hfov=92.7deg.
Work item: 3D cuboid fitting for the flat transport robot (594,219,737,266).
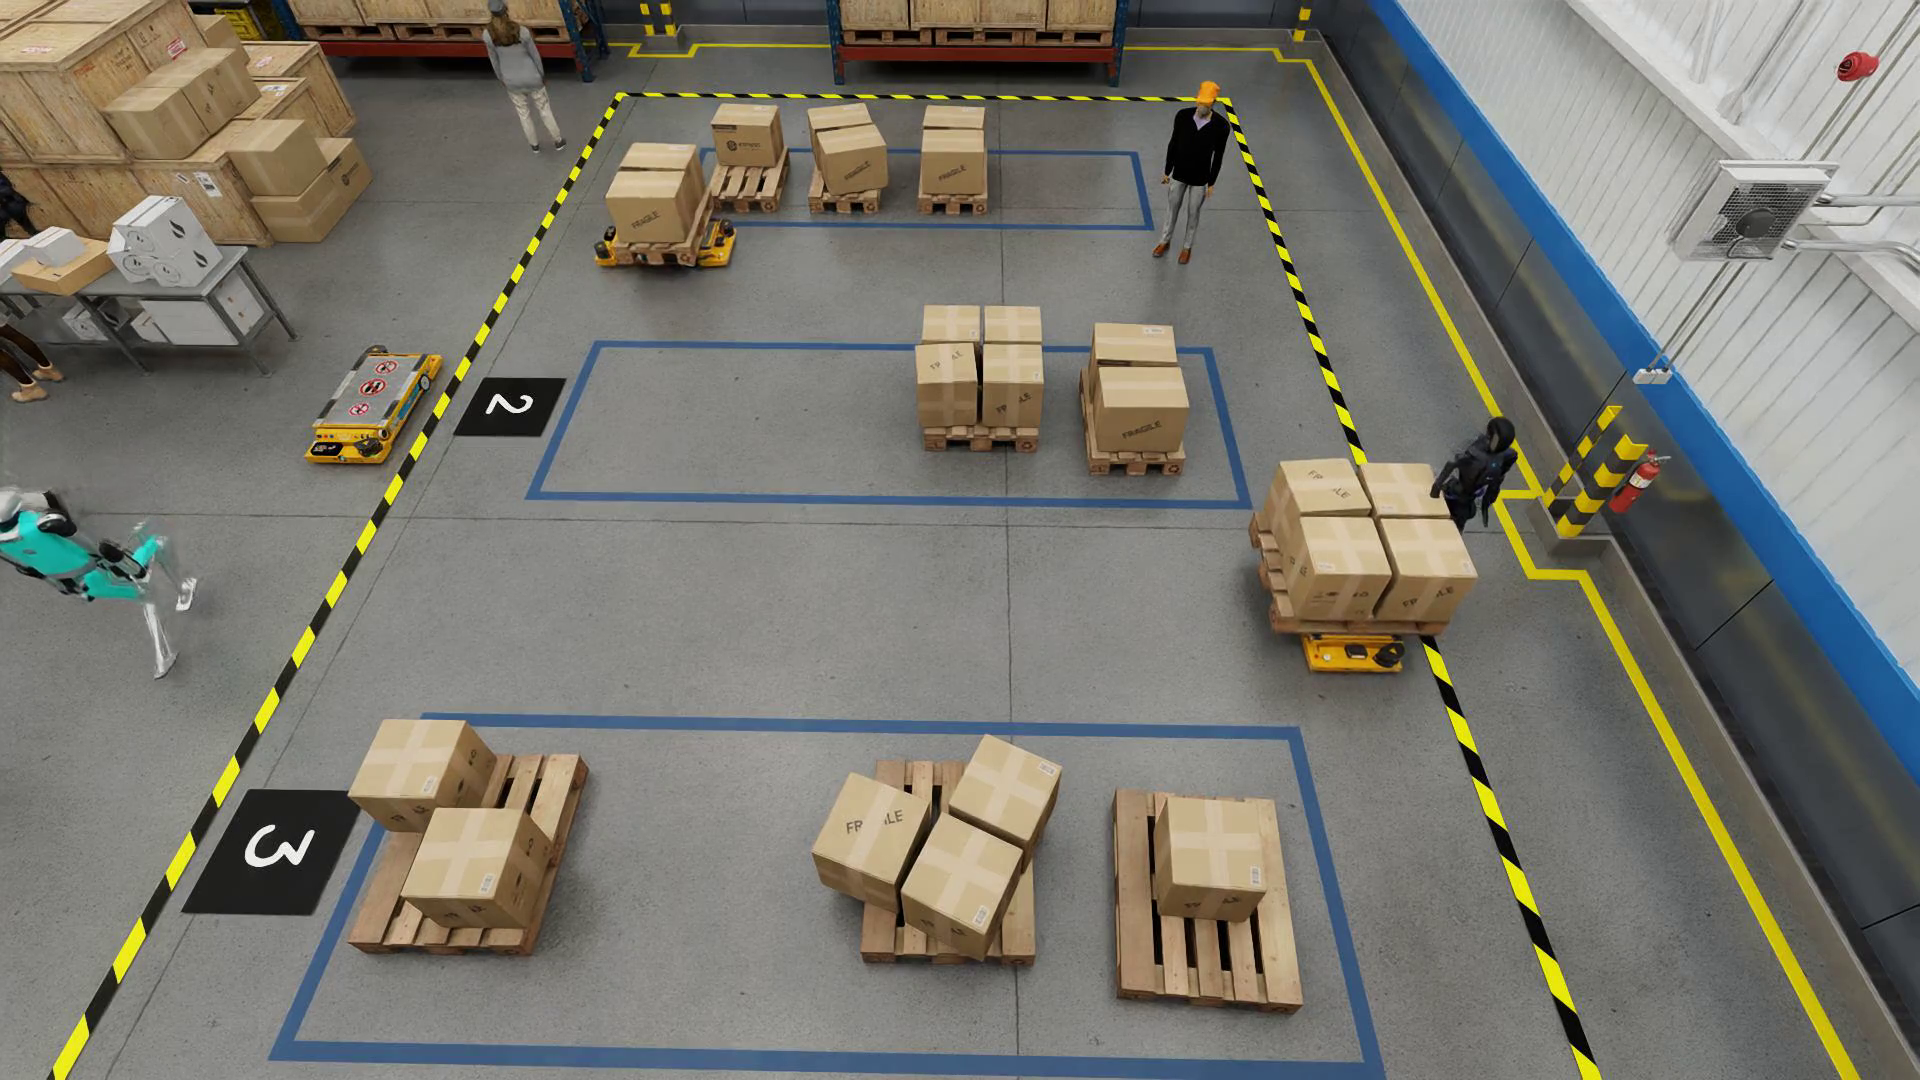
[{"bbox_3d":[-3.252,-3.305,10.145,1.431,0.197,0.652,1,50,0],"label":"flat transport robot"}]

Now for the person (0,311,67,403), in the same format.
[{"bbox_3d":[-8.765,-2.072,7.959,0.395,2.043,0.607,3,50,2],"label":"person"}]

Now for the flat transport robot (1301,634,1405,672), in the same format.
[{"bbox_3d":[2.881,0.354,7.049,0.652,0.197,1.431,1,50,1],"label":"flat transport robot"}]

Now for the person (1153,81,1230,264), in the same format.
[{"bbox_3d":[2.394,-3.791,9.517,0.585,1.884,0.362,22,53,18],"label":"person"}]

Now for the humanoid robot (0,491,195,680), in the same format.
[{"bbox_3d":[-5.890,0.122,6.337,0.548,1.754,1.058,-13,51,-10],"label":"humanoid robot"}]

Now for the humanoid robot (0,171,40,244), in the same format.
[{"bbox_3d":[-9.920,-3.465,9.381,0.602,1.637,0.585,8,50,7],"label":"humanoid robot"}]

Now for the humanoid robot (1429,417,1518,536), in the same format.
[{"bbox_3d":[3.607,-0.291,6.721,0.593,1.638,0.767,-8,50,-6],"label":"humanoid robot"}]

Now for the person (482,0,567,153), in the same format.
[{"bbox_3d":[-5.318,-5.608,11.131,0.564,1.765,0.398,-8,50,-7],"label":"person"}]

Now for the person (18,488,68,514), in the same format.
[{"bbox_3d":[-7.672,-0.612,6.878,0.597,1.815,0.662,32,57,24],"label":"person"}]

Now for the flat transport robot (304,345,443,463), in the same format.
[{"bbox_3d":[-5.383,-1.269,8.441,0.659,0.231,1.431,1,50,1],"label":"flat transport robot"}]
